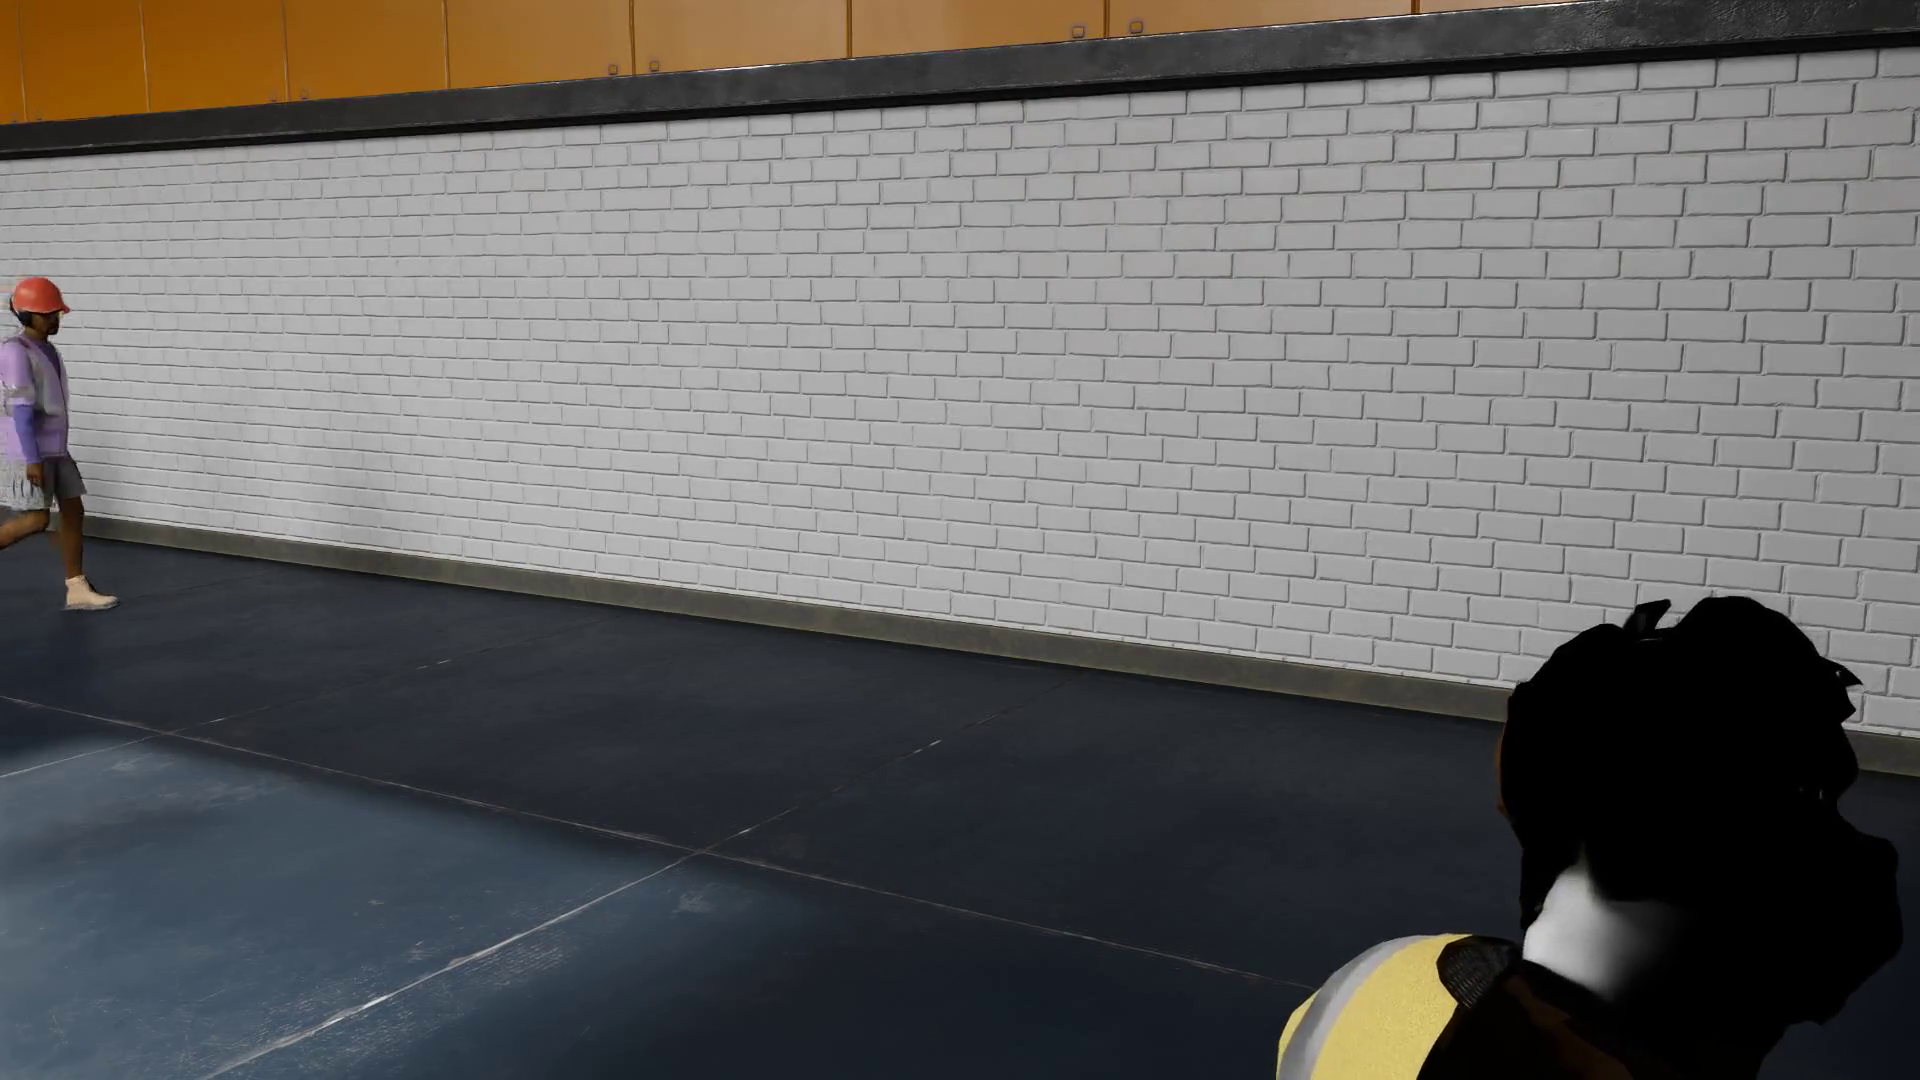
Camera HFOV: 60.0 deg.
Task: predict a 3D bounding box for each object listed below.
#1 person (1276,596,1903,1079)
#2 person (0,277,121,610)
[{"bbox_3d":[0.430,0.938,1.088,0.430,1.845,0.623,-2,9,-15],"label":"person"},{"bbox_3d":[-5.537,-0.549,9.855,0.812,2.016,0.605,-1,9,-4],"label":"person"}]
